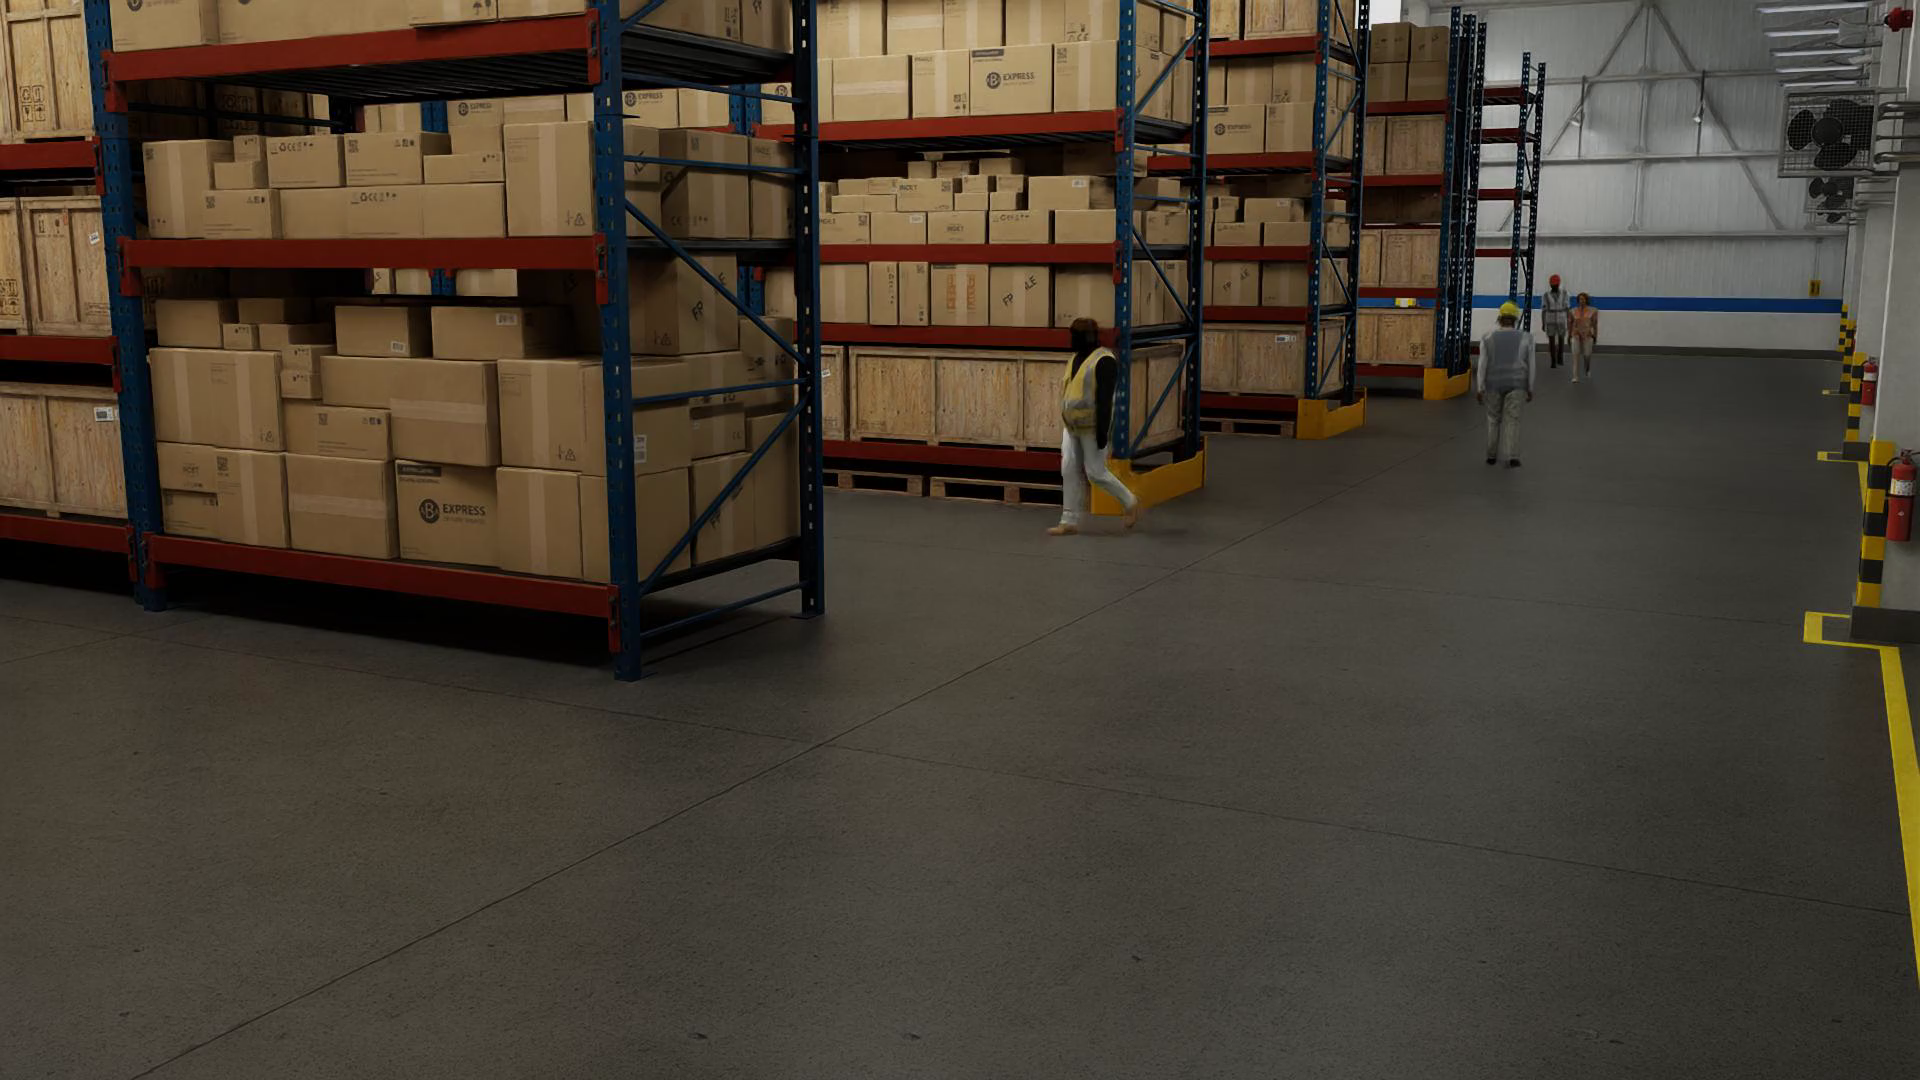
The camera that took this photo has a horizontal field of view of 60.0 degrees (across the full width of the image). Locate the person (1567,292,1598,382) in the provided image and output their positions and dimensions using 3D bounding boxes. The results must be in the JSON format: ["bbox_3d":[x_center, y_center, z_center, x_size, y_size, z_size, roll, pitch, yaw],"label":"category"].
[{"bbox_3d":[11.265,-3.671,30.119,0.531,1.622,0.423,6,11,31],"label":"person"}]

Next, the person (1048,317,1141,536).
[{"bbox_3d":[1.109,-0.931,13.711,0.722,1.818,0.634,-6,11,-30],"label":"person"}]

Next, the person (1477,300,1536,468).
[{"bbox_3d":[5.972,-1.704,18.185,0.600,1.831,0.404,3,10,19],"label":"person"}]

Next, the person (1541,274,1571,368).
[{"bbox_3d":[12.090,-4.440,33.753,0.578,1.909,0.541,4,11,21],"label":"person"}]
